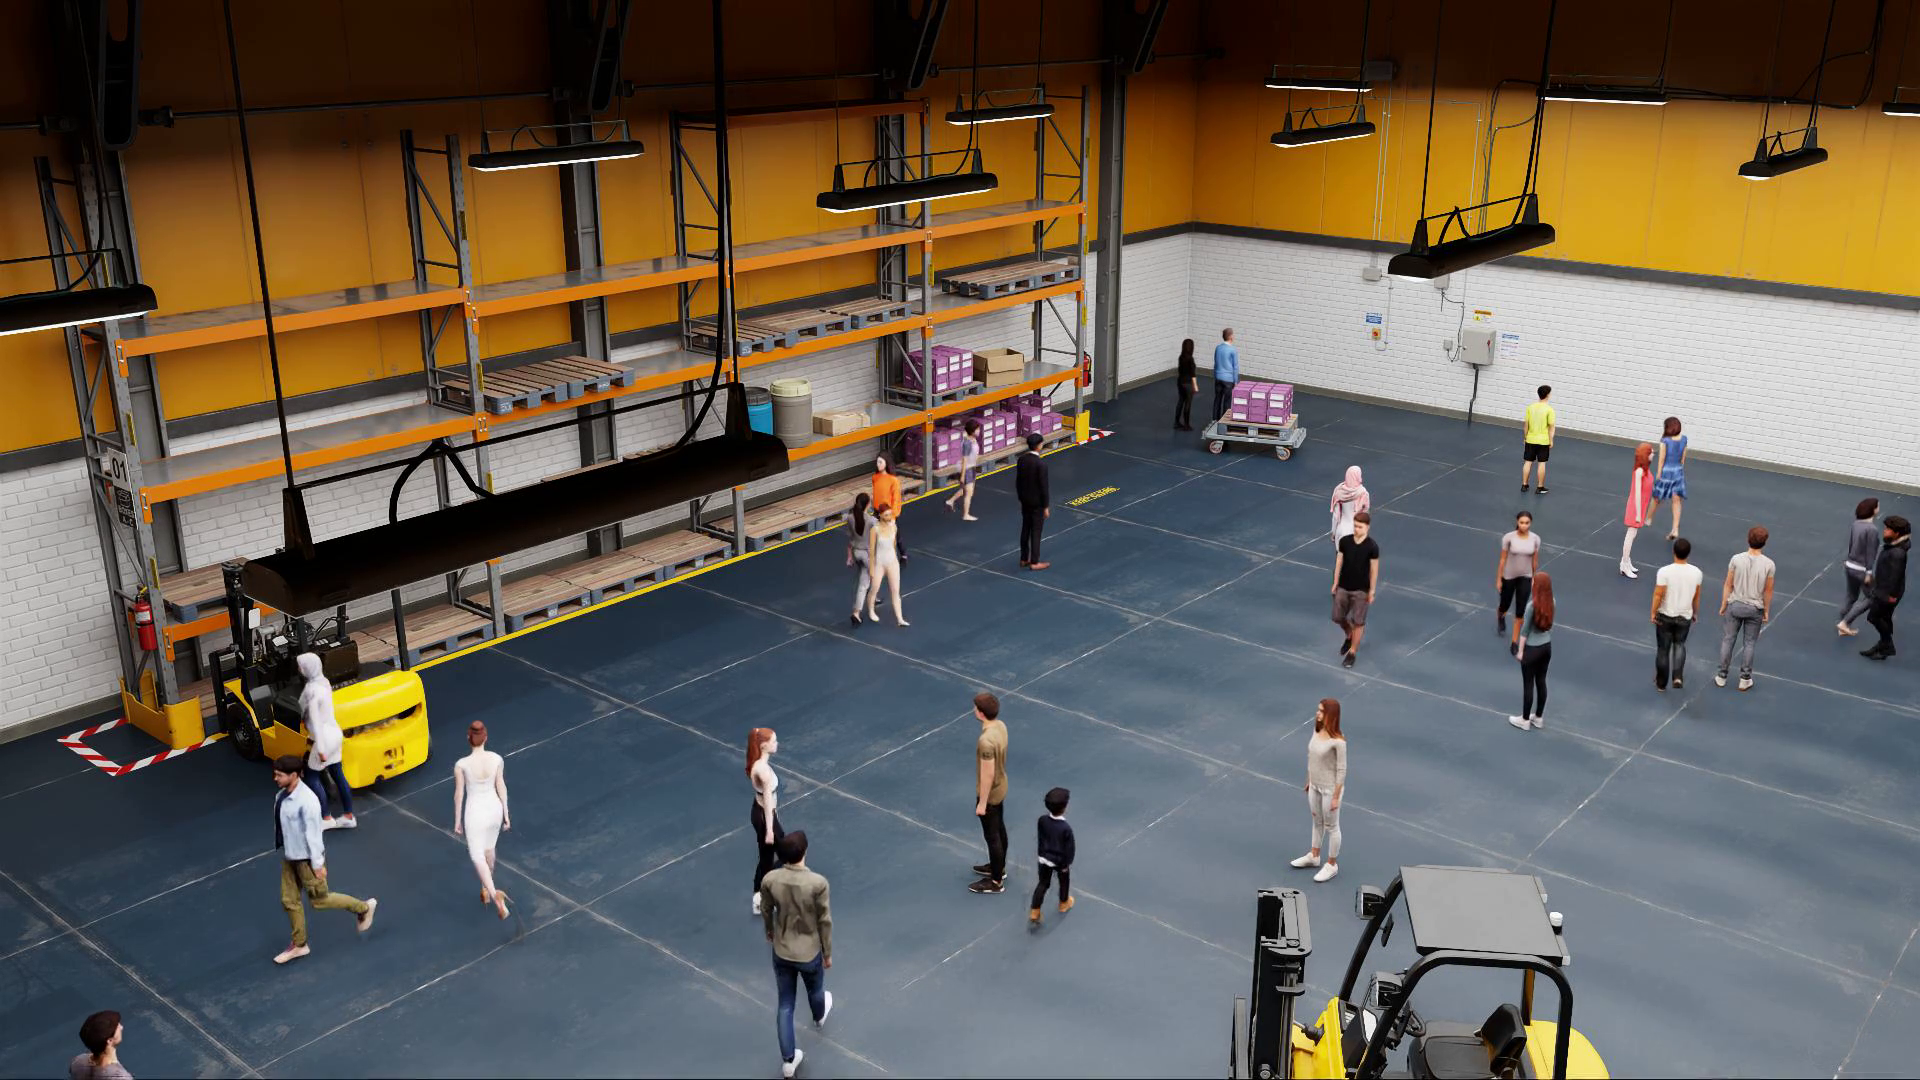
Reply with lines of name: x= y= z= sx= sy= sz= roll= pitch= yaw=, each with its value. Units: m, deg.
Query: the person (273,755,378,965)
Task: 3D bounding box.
person: x=-5.235 y=2.552 z=13.512 sx=1.111 sy=1.784 sz=0.753 roll=-17 pitch=25 yaw=-41

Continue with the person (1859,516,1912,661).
person: x=10.916 y=0.588 z=19.379 sx=0.769 sy=1.761 sz=0.646 roll=7 pitch=20 yaw=20

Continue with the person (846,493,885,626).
person: x=-1.205 y=0.279 z=20.513 sx=0.725 sy=1.623 sz=1.108 roll=11 pitch=22 yaw=30

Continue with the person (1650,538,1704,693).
person: x=7.967 y=0.869 z=18.481 sx=0.832 sy=1.801 sz=0.890 roll=2 pitch=19 yaw=5

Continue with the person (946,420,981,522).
person: x=0.033 y=-1.037 z=24.554 sx=0.843 sy=1.539 sz=0.826 roll=2 pitch=19 yaw=7

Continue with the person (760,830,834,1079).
person: x=-1.213 y=3.030 z=12.041 sx=1.073 sy=1.817 sz=1.257 roll=3 pitch=19 yaw=10

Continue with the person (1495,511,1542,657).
person: x=6.617 y=0.459 z=19.828 sx=0.956 sy=1.719 sz=1.162 roll=3 pitch=19 yaw=10

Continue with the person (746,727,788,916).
person: x=-1.723 y=2.403 z=14.040 sx=0.748 sy=1.730 sz=0.711 roll=-5 pitch=19 yaw=-14

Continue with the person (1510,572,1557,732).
person: x=6.119 y=1.177 z=17.661 sx=0.583 sy=1.741 sz=0.694 roll=-9 pitch=21 yaw=-26

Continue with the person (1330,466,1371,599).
person: x=4.996 y=-0.085 z=21.311 sx=0.692 sy=1.804 sz=0.670 roll=9 pitch=21 yaw=25

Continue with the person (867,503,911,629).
person: x=-0.976 y=0.290 z=20.520 sx=0.992 sy=1.598 sz=0.844 roll=-11 pitch=21 yaw=-29

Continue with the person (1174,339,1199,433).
person: x=3.987 y=-2.758 z=29.507 sx=0.594 sy=1.638 sz=0.625 roll=-11 pitch=22 yaw=-30

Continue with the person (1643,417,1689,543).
person: x=10.096 y=-0.806 z=23.553 sx=1.152 sy=1.740 sz=1.118 roll=-5 pitch=19 yaw=-13

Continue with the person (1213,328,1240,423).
person: x=4.719 y=-2.882 z=29.596 sx=0.605 sy=1.817 sz=0.691 roll=-16 pitch=24 yaw=-39

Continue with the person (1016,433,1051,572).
person: x=0.980 y=-0.532 z=22.516 sx=0.599 sy=1.881 sz=0.734 roll=-16 pitch=24 yaw=-39

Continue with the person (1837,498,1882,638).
person: x=10.793 y=0.352 z=20.081 sx=0.827 sy=1.761 sz=0.771 roll=-3 pitch=19 yaw=-8

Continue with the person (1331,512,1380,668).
person: x=4.641 y=0.536 z=19.385 sx=0.717 sy=1.857 sz=0.778 roll=13 pitch=23 yaw=34

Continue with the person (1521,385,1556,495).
person: x=9.007 y=-1.576 z=25.888 sx=0.608 sy=1.709 sz=0.511 roll=15 pitch=24 yaw=37

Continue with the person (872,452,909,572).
person: x=-0.917 y=-0.325 z=22.172 sx=0.705 sy=1.710 sz=1.113 roll=12 pitch=22 yaw=33

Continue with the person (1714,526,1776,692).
person: x=8.811 y=0.761 z=18.662 sx=0.708 sy=1.892 sz=0.643 roll=8 pitch=20 yaw=24

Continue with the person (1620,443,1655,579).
person: x=9.051 y=-0.415 z=22.255 sx=0.694 sy=1.828 sz=0.526 roll=9 pitch=20 yaw=24

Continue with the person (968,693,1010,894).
person: x=0.277 y=2.185 z=14.498 sx=0.801 sy=1.849 sz=0.673 roll=4 pitch=19 yaw=12

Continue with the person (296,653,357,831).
person: x=-5.825 y=1.889 z=15.523 sx=0.837 sy=1.757 sz=0.772 roll=0 pitch=19 yaw=0

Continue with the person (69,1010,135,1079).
person: x=-5.155 y=3.722 z=10.009 sx=0.922 sy=1.803 sz=1.248 roll=8 pitch=20 yaw=21

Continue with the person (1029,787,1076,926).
person: x=0.765 y=2.679 z=14.033 sx=0.563 sy=1.211 sz=0.864 roll=11 pitch=22 yaw=30

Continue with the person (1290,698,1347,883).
person: x=3.243 y=2.182 z=14.724 sx=0.684 sy=1.712 sz=0.677 roll=-8 pitch=20 yaw=-24

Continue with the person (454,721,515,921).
person: x=-3.976 y=2.401 z=13.987 sx=1.051 sy=1.767 sz=0.921 roll=-10 pitch=21 yaw=-28
